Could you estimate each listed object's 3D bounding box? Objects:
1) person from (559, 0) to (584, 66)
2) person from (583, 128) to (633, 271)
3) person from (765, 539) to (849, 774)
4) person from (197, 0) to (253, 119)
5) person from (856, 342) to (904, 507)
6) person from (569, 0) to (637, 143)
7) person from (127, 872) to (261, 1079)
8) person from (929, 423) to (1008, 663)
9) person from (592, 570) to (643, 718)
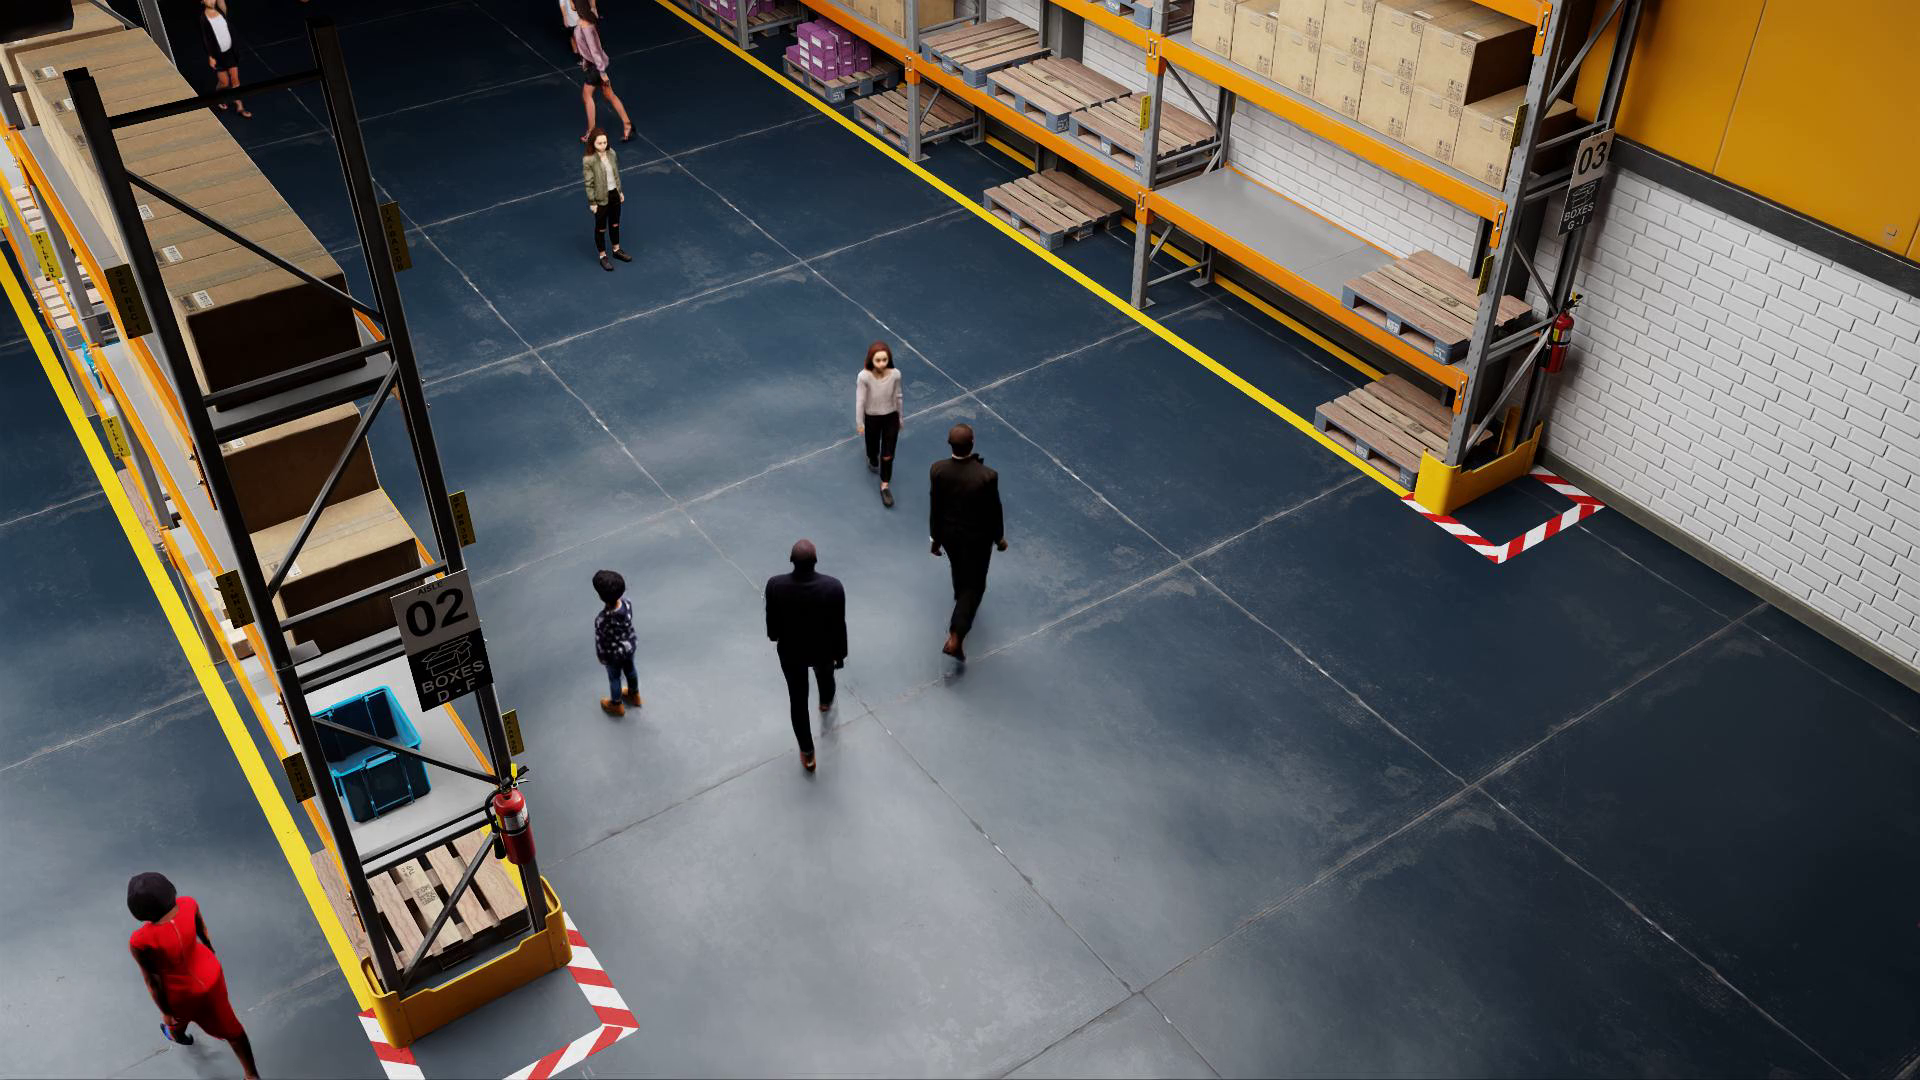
[{"bbox_3d":[-4.901,-6.670,20.998,0.493,1.256,0.554,-22,44,-25],"label":"person"},{"bbox_3d":[-3.592,-3.477,16.823,0.579,1.476,0.623,29,47,31],"label":"person"},{"bbox_3d":[-1.039,0.814,11.209,1.066,1.777,1.231,-3,39,-4],"label":"person"},{"bbox_3d":[-8.765,-5.773,19.638,0.824,1.551,0.674,25,45,28],"label":"person"},{"bbox_3d":[-0.671,-1.026,13.758,0.741,1.472,0.937,-10,40,-12],"label":"person"},{"bbox_3d":[-4.036,-5.351,18.940,0.923,1.763,0.938,-9,40,-12],"label":"person"},{"bbox_3d":[-4.169,2.499,9.155,1.150,1.707,0.863,23,44,26],"label":"person"},{"bbox_3d":[0.022,0.030,12.111,1.254,1.877,1.189,14,41,17],"label":"person"},{"bbox_3d":[-2.401,0.722,11.747,0.588,1.249,0.559,28,46,30],"label":"person"}]
